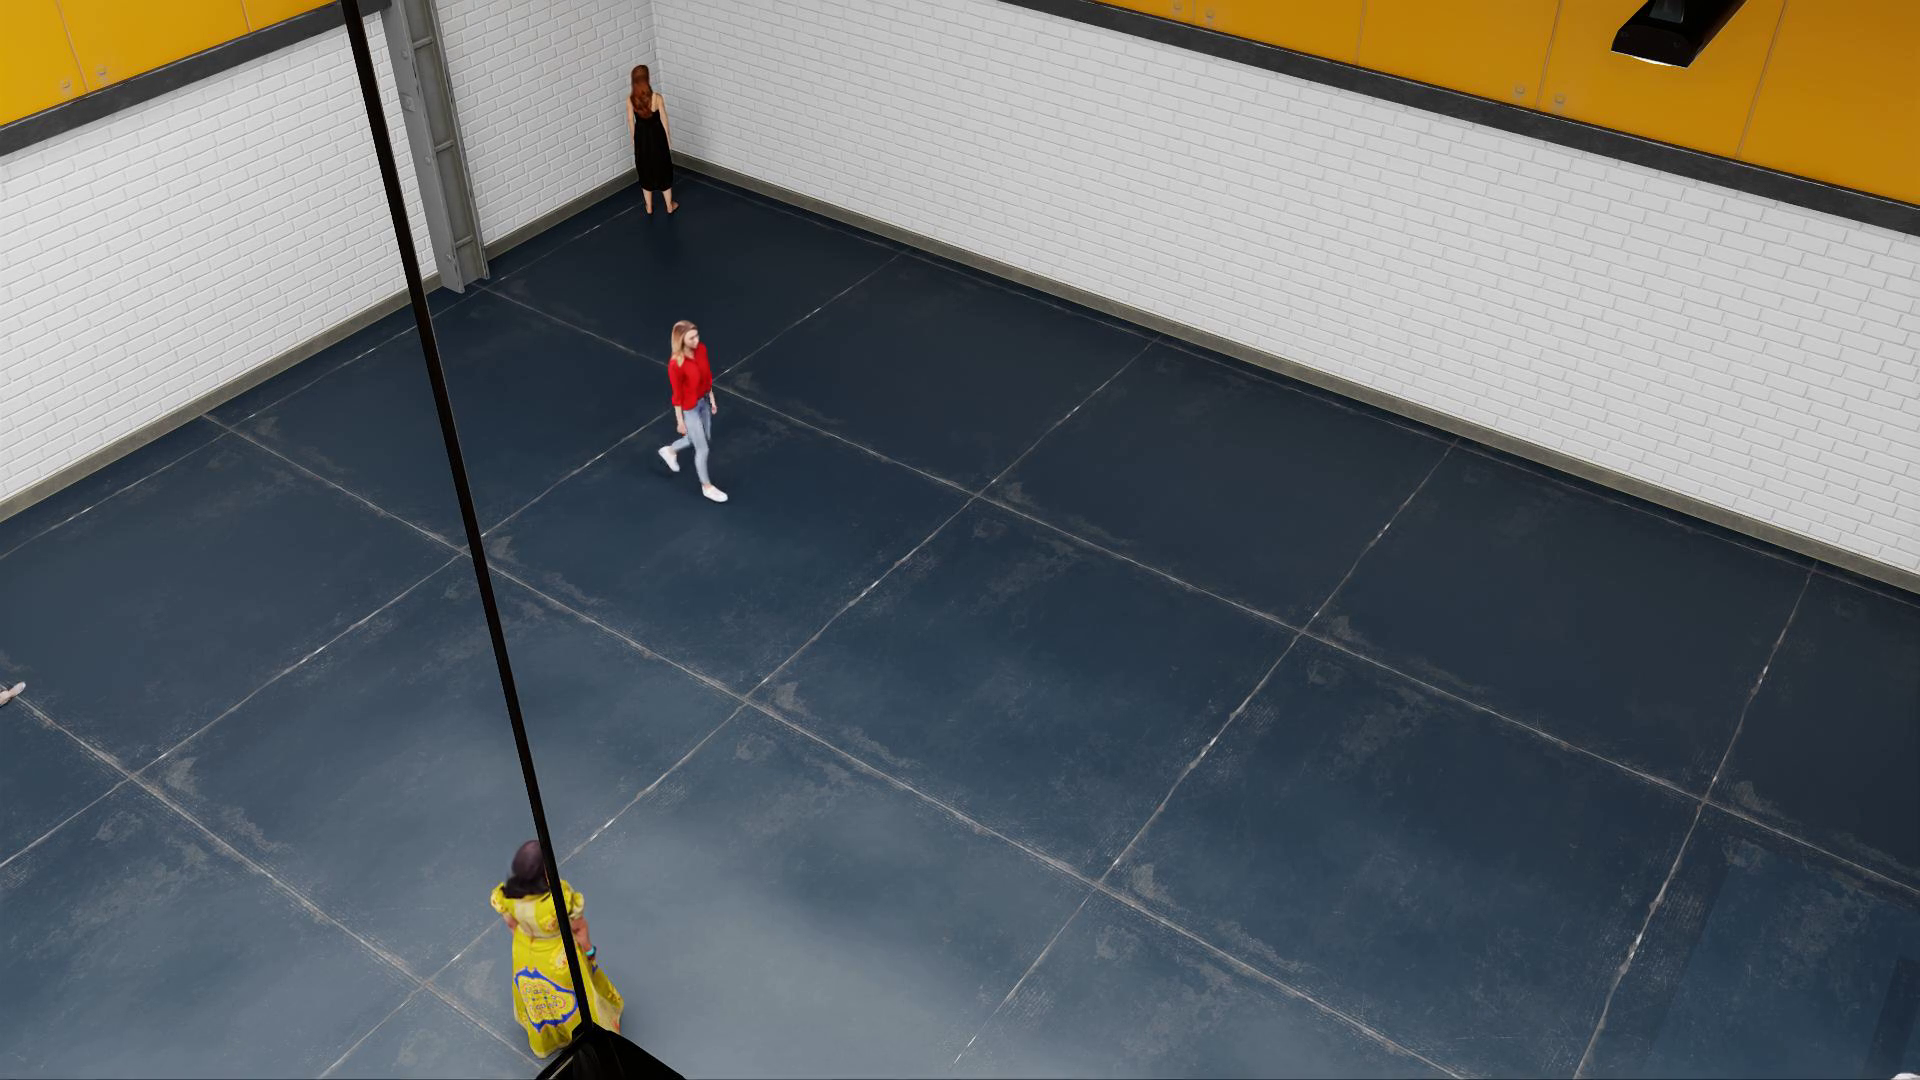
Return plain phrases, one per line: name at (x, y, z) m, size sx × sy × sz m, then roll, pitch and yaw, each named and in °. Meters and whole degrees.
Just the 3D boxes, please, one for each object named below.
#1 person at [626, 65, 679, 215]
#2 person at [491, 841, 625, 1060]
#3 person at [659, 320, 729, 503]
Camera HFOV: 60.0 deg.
person at (-3.257, -4.197, 17.462) m, size 0.675 × 1.626 × 0.717 m, roll 0°, pitch 39°, yaw 0°
person at (-2.279, 2.298, 9.303) m, size 0.976 × 1.659 × 0.956 m, roll 7°, pitch 39°, yaw 9°
person at (-2.223, -1.084, 13.515) m, size 0.757 × 1.688 × 0.886 m, roll 18°, pitch 42°, yaw 21°
